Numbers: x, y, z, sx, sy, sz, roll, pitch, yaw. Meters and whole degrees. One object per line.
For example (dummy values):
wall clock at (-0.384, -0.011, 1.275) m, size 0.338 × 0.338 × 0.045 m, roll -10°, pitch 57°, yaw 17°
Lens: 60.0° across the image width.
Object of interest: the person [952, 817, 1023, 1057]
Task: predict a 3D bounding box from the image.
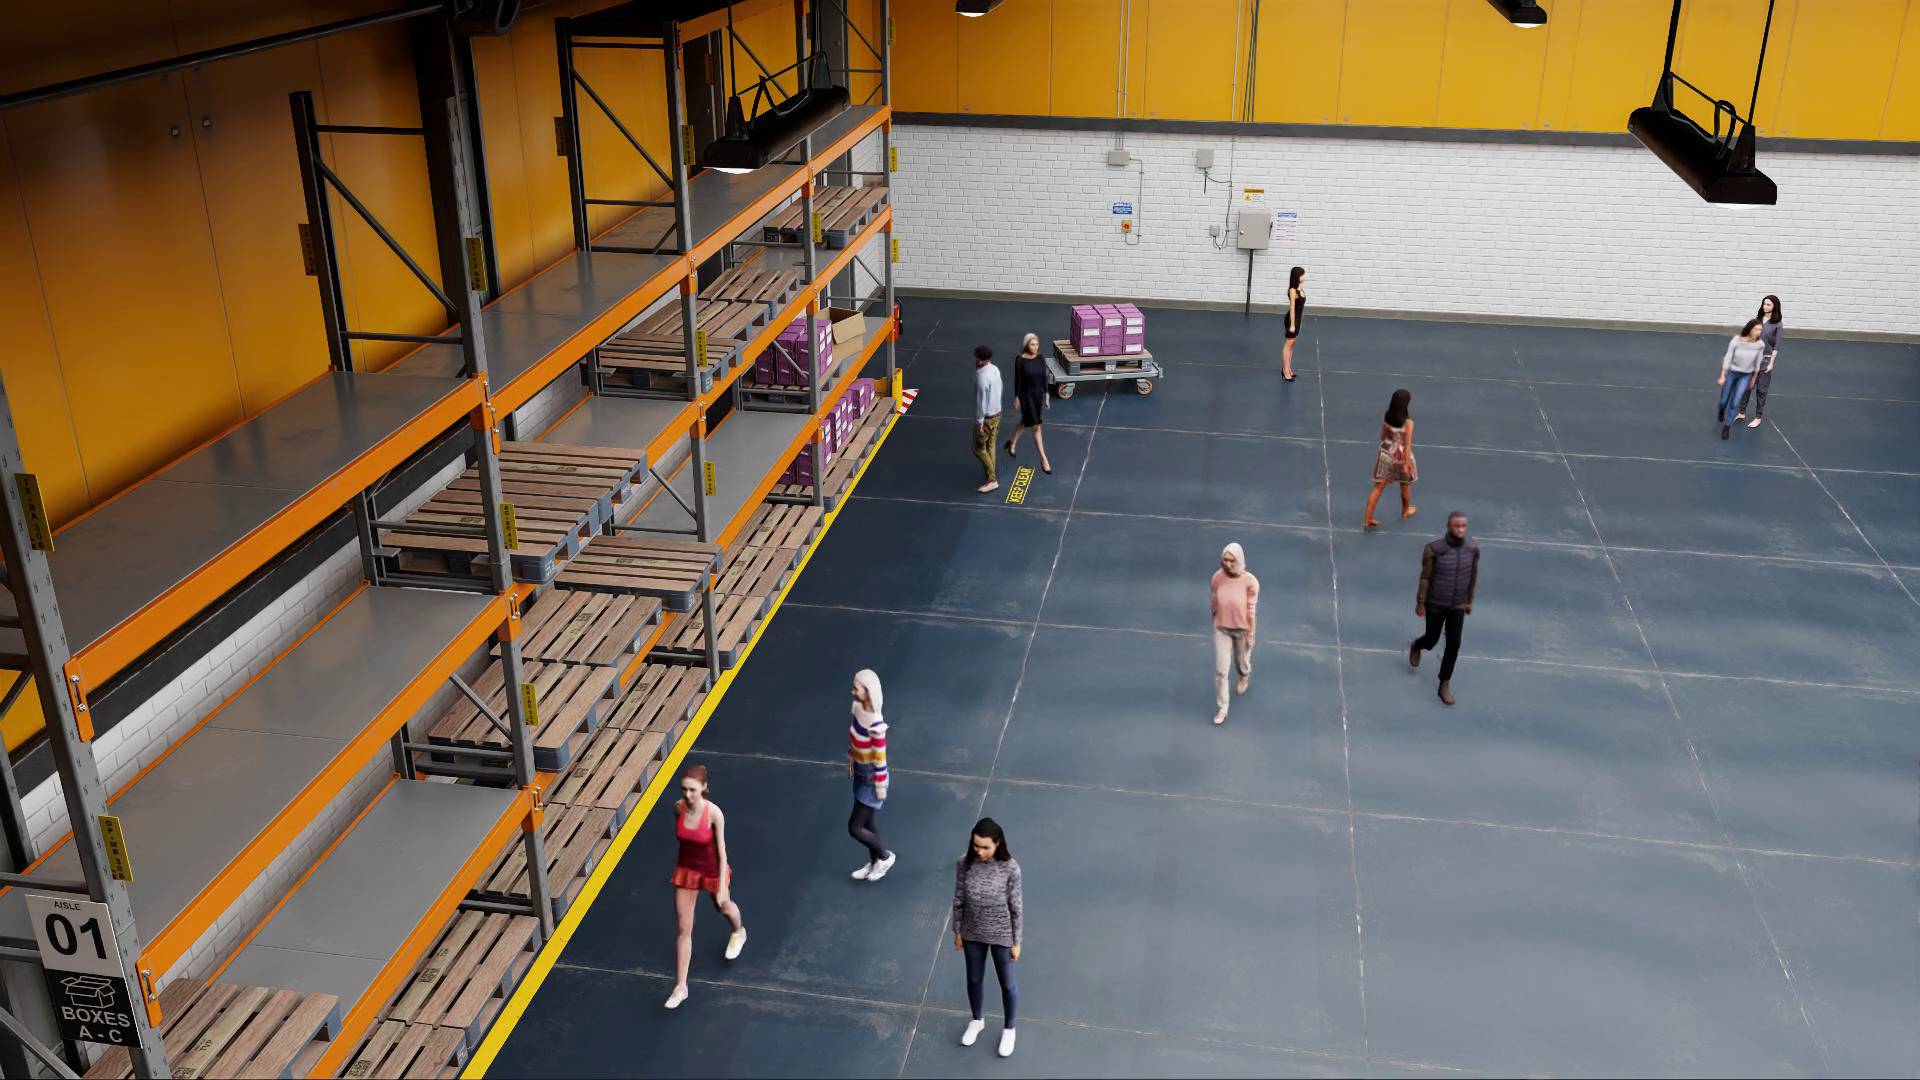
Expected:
person at (0.196, 2.537, 10.805) m, size 0.639 × 1.732 × 0.571 m, roll 7°, pitch 25°, yaw 16°

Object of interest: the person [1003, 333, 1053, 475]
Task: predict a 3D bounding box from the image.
person at (0.822, -1.716, 20.581) m, size 1.094 × 1.693 × 1.163 m, roll -15°, pitch 28°, yaw -30°

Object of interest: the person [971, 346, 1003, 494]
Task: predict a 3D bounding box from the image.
person at (0.339, -1.480, 19.912) m, size 0.900 × 1.799 × 0.685 m, roll 19°, pitch 30°, yaw 37°

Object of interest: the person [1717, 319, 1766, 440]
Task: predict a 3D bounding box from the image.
person at (10.088, -2.121, 21.616) m, size 0.690 × 1.608 × 0.851 m, roll 7°, pitch 25°, yaw 16°

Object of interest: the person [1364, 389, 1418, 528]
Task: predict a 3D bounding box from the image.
person at (4.841, -0.882, 18.793) m, size 1.172 × 1.597 × 1.054 m, roll -18°, pitch 30°, yaw -36°

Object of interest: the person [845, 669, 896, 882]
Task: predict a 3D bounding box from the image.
person at (-0.605, 1.774, 12.468) m, size 0.841 × 1.798 × 0.751 m, roll -10°, pitch 25°, yaw -21°

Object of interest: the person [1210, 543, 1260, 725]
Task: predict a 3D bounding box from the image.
person at (2.472, 0.775, 14.872) m, size 0.732 × 1.703 × 1.011 m, roll 10°, pitch 26°, yaw 22°

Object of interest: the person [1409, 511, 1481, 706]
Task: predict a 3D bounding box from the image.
person at (4.418, 0.557, 15.227) m, size 0.894 × 1.818 × 1.115 m, roll -3°, pitch 24°, yaw -7°

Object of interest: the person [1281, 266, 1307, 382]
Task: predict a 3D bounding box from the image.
person at (4.766, -3.115, 23.837) m, size 0.668 × 1.650 × 0.500 m, roll 11°, pitch 26°, yaw 23°

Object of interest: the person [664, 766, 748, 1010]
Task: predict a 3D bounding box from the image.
person at (-1.722, 2.273, 11.451) m, size 0.671 × 1.699 × 1.193 m, roll 7°, pitch 25°, yaw 16°

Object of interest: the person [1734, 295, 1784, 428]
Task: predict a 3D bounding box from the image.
person at (10.607, -2.394, 22.045) m, size 0.720 × 1.765 × 0.654 m, roll -15°, pitch 28°, yaw -30°
